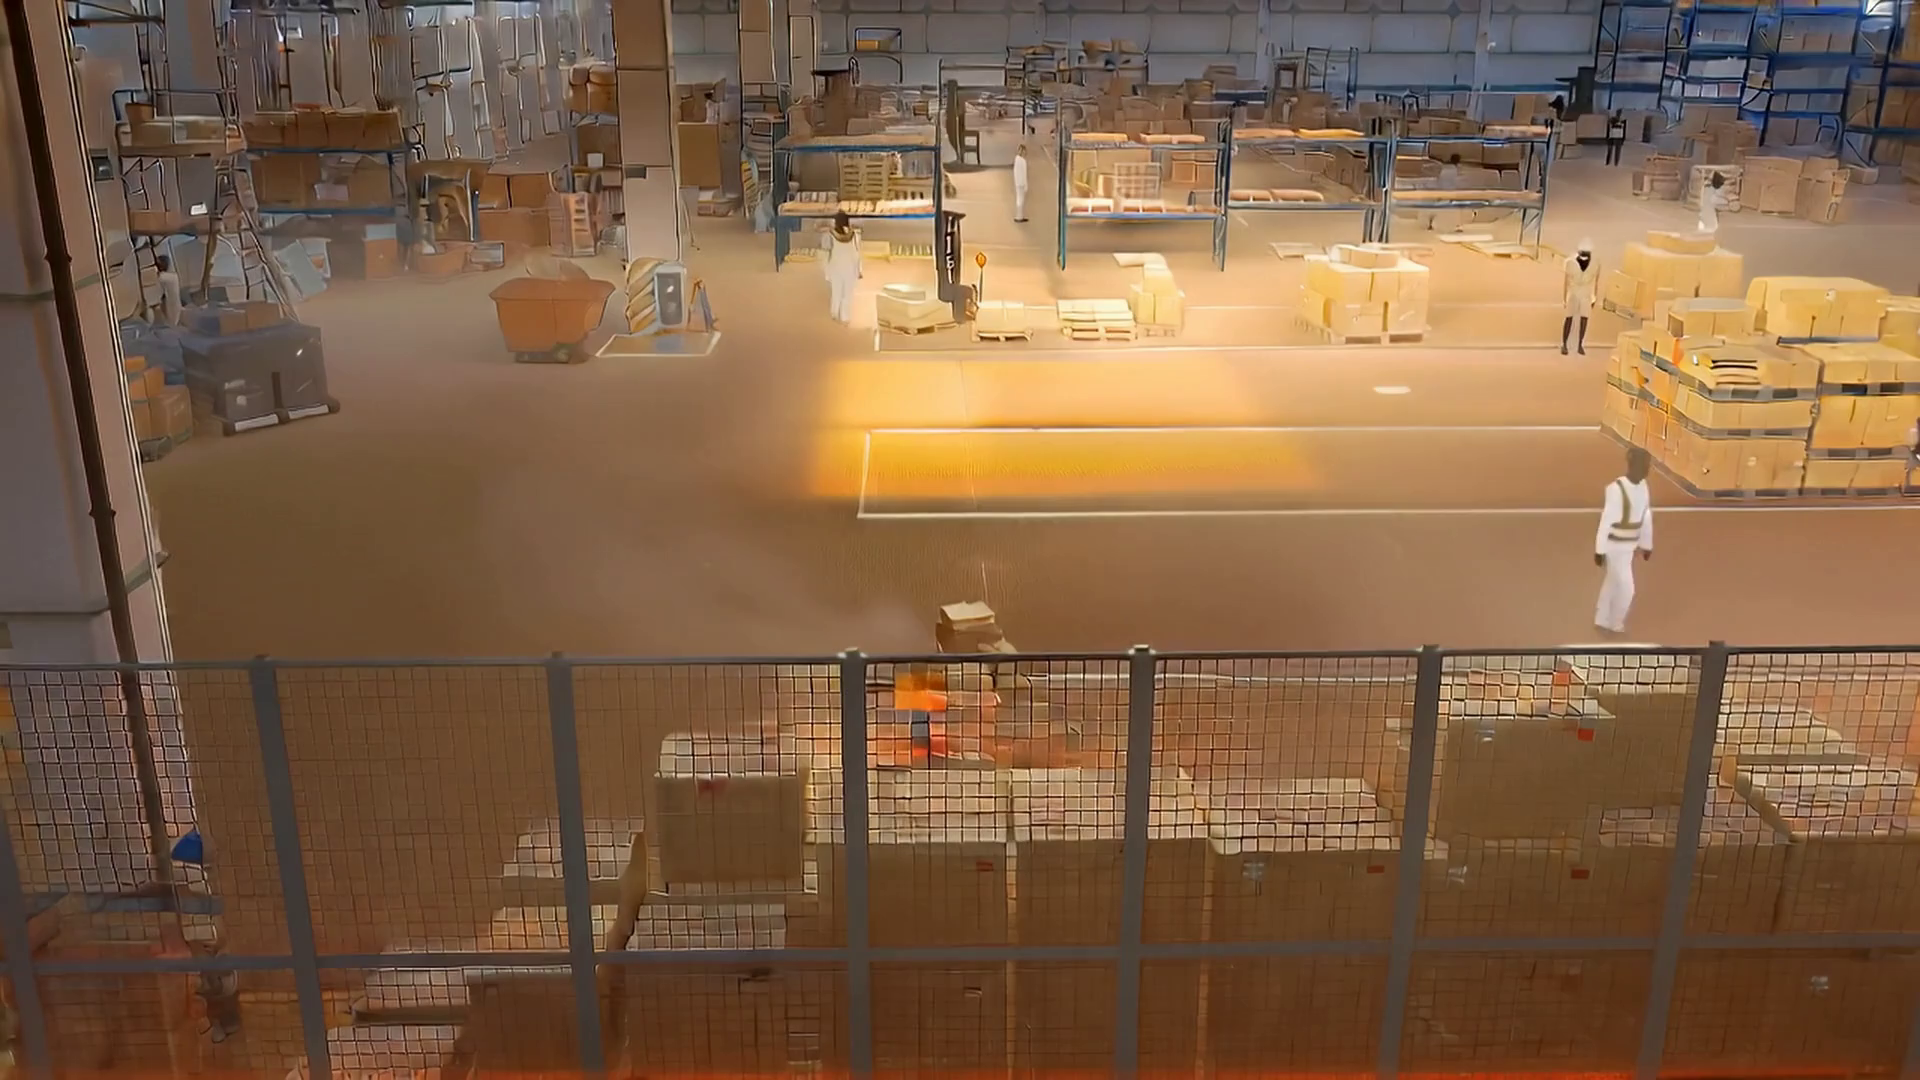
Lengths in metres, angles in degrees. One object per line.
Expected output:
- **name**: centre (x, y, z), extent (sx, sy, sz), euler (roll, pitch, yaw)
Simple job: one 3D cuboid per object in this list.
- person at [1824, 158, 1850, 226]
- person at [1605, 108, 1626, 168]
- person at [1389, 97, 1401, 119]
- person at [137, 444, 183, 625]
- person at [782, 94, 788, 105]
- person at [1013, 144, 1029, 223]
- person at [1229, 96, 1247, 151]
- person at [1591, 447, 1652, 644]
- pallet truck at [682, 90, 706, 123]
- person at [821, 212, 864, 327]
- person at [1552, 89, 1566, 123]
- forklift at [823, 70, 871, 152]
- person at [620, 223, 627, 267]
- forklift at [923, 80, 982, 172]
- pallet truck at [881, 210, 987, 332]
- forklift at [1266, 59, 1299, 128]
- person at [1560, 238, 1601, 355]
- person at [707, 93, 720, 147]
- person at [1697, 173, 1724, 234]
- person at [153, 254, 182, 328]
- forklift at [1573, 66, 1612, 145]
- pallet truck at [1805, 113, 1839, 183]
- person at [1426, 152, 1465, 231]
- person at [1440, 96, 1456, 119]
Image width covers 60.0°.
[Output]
- **person**: centre (21.910, -8.689, 41.485), extent (0.533, 1.691, 0.322), euler (-8, 20, -22)
- **person**: centre (21.346, -13.097, 54.227), extent (0.594, 1.911, 0.386), euler (2, 19, 6)
- **person**: centre (15.661, -15.147, 60.411), extent (0.634, 1.839, 0.429), euler (-8, 20, -23)
- **person**: centre (-7.760, -0.064, 15.677), extent (0.634, 1.841, 0.429), euler (12, 22, 31)
- **person**: centre (-6.820, -16.541, 64.774), extent (0.540, 1.680, 0.464), euler (-7, 20, -19)
- **person**: centre (1.532, -9.008, 42.047), extent (0.372, 1.940, 0.631), euler (-4, 19, -11)
- **person**: centre (10.011, -15.075, 60.124), extent (0.637, 1.903, 0.996), euler (-1, 19, -2)
- **person**: centre (6.151, 0.077, 15.204), extent (0.615, 1.862, 0.677), euler (-14, 23, -35)
- **pallet truck**: centre (-9.671, -15.907, 62.421), extent (0.823, 1.965, 1.885), euler (5, 19, 15)
- **person**: centre (-2.040, -4.773, 29.323), extent (0.691, 2.000, 0.598), euler (-9, 21, -25)
- **person**: centre (22.358, -15.860, 62.283), extent (0.611, 1.996, 0.379), euler (-8, 20, -21)
- **forklift**: centre (-4.238, -15.375, 59.482), extent (1.873, 2.768, 1.129), euler (-10, 21, -26)
- **person**: centre (-6.102, -5.335, 31.164), extent (0.586, 1.928, 0.369), euler (-16, 24, -39)
- **forklift**: centre (-0.248, -13.248, 53.171), extent (1.873, 2.768, 1.129), euler (-1, 19, -1)
- **pallet truck**: centre (-0.493, -4.759, 29.349), extent (1.885, 1.965, 0.823), euler (-13, 23, -34)
- **forklift**: centre (13.179, -18.071, 67.481), extent (1.129, 2.768, 1.873), euler (0, 19, -1)
- **person**: centre (10.117, -3.961, 27.099), extent (0.542, 1.928, 0.400), euler (2, 19, 6)
- **person**: centre (-9.040, -15.359, 60.904), extent (0.368, 1.928, 0.585), euler (14, 23, 36)
- **person**: centre (16.147, -6.923, 35.841), extent (0.383, 1.957, 0.606), euler (-3, 19, -10)
- **person**: centre (-12.315, -3.531, 25.921), extent (0.332, 1.861, 0.520), euler (1, 19, 2)
- **forklift**: centre (23.293, -16.232, 62.025), extent (1.873, 2.768, 1.129), euler (17, 25, 41)
- **pallet truck**: centre (26.403, -11.957, 50.702), extent (0.823, 1.965, 1.885), euler (6, 19, 16)
- **person**: centre (11.919, -8.501, 40.614), extent (0.974, 1.911, 0.634), euler (0, 19, -1)
- **person**: centre (17.369, -14.815, 59.278), extent (0.547, 1.934, 0.376), euler (8, 20, 21)
